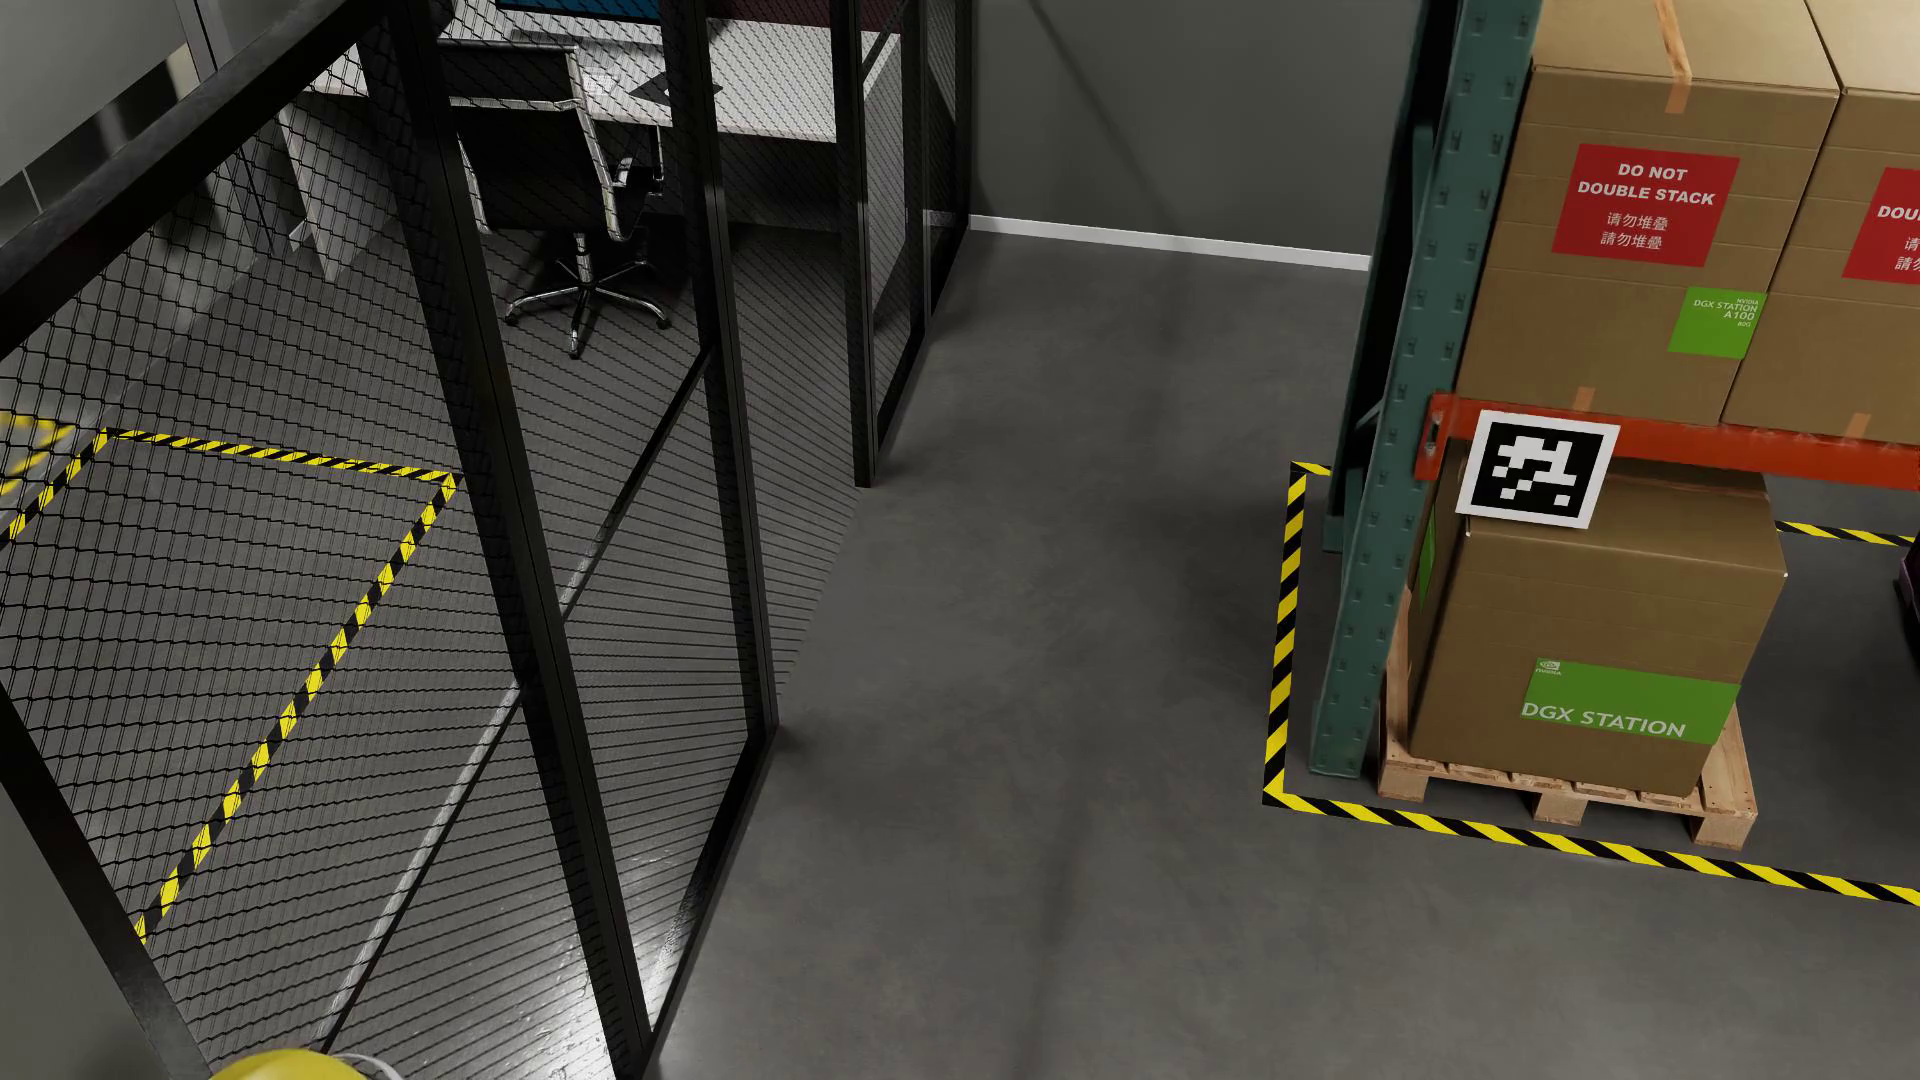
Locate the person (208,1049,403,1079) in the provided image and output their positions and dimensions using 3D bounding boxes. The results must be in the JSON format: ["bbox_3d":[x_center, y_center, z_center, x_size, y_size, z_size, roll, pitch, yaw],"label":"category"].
[{"bbox_3d":[-0.681,1.223,2.169,0.600,1.831,0.404,12,42,14],"label":"person"}]
